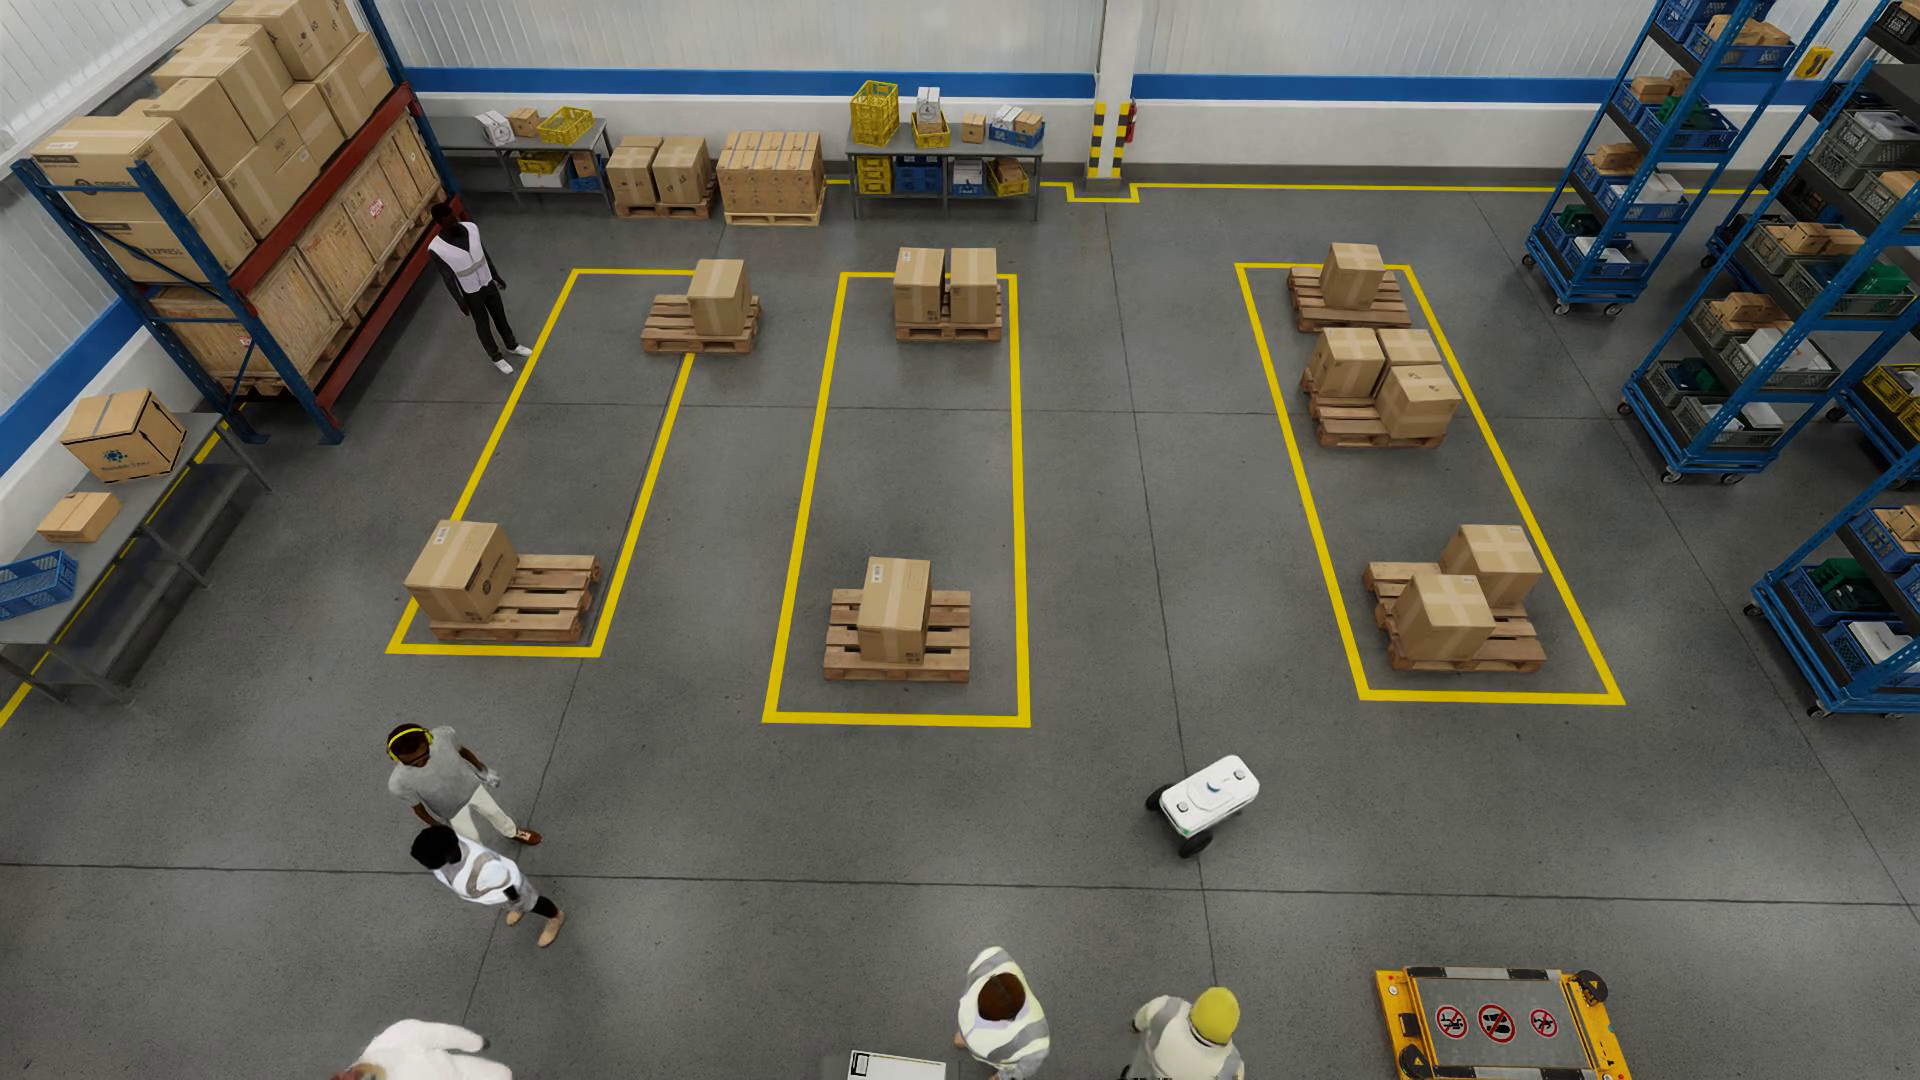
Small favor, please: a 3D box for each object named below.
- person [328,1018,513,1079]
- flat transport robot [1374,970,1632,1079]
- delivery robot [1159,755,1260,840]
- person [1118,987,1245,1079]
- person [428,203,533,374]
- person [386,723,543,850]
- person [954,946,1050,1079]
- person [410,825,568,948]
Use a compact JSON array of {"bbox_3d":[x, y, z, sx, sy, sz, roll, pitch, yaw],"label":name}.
[{"bbox_3d":[-2.869,3.033,4.971,0.521,1.877,0.697,15,52,12],"label":"person"},{"bbox_3d":[3.501,3.133,5.914,1.431,0.197,0.652,1,51,1],"label":"flat transport robot"},{"bbox_3d":[1.819,1.874,6.700,0.707,0.478,0.477,-23,54,-17],"label":"delivery robot"},{"bbox_3d":[1.245,2.884,5.125,0.624,1.812,0.408,37,60,26],"label":"person"},{"bbox_3d":[-5.044,-2.639,9.564,0.377,1.917,0.599,19,53,15],"label":"person"},{"bbox_3d":[-3.280,1.707,6.058,0.335,1.863,0.519,18,53,14],"label":"person"},{"bbox_3d":[0.206,2.772,5.202,0.430,1.844,0.619,-24,55,-18],"label":"person"},{"bbox_3d":[-2.970,2.169,5.795,0.534,1.692,0.322,19,53,15],"label":"person"}]
